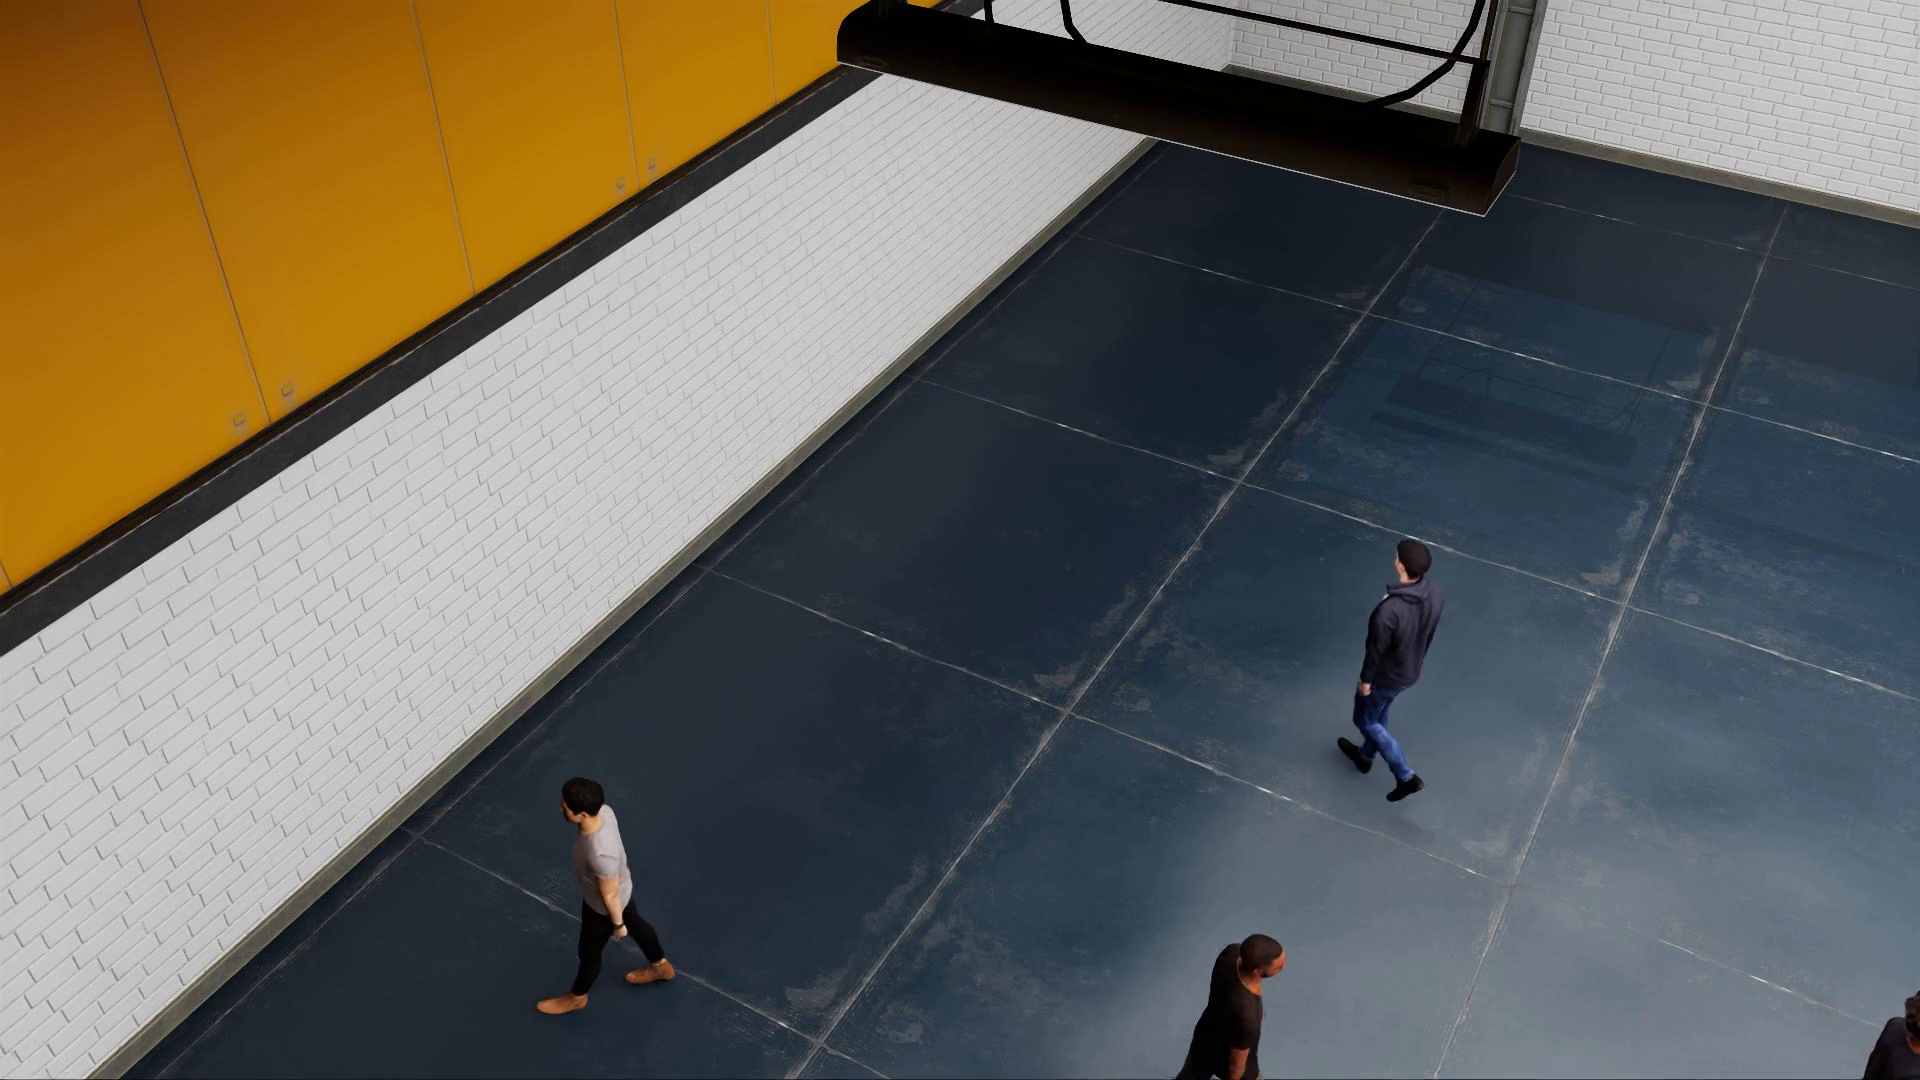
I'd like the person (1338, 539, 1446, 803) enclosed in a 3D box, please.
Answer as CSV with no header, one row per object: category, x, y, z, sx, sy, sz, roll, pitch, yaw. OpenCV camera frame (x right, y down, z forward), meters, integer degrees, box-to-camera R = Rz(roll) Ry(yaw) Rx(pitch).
person,2.671,0.838,10.099,0.926,1.871,1.092,-24,44,-27

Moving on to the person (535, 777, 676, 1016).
person,-1.807,1.894,8.922,1.090,1.691,0.994,-7,39,-8

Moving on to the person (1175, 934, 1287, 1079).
person,1.194,2.504,8.100,1.184,1.763,1.105,-10,40,-12
